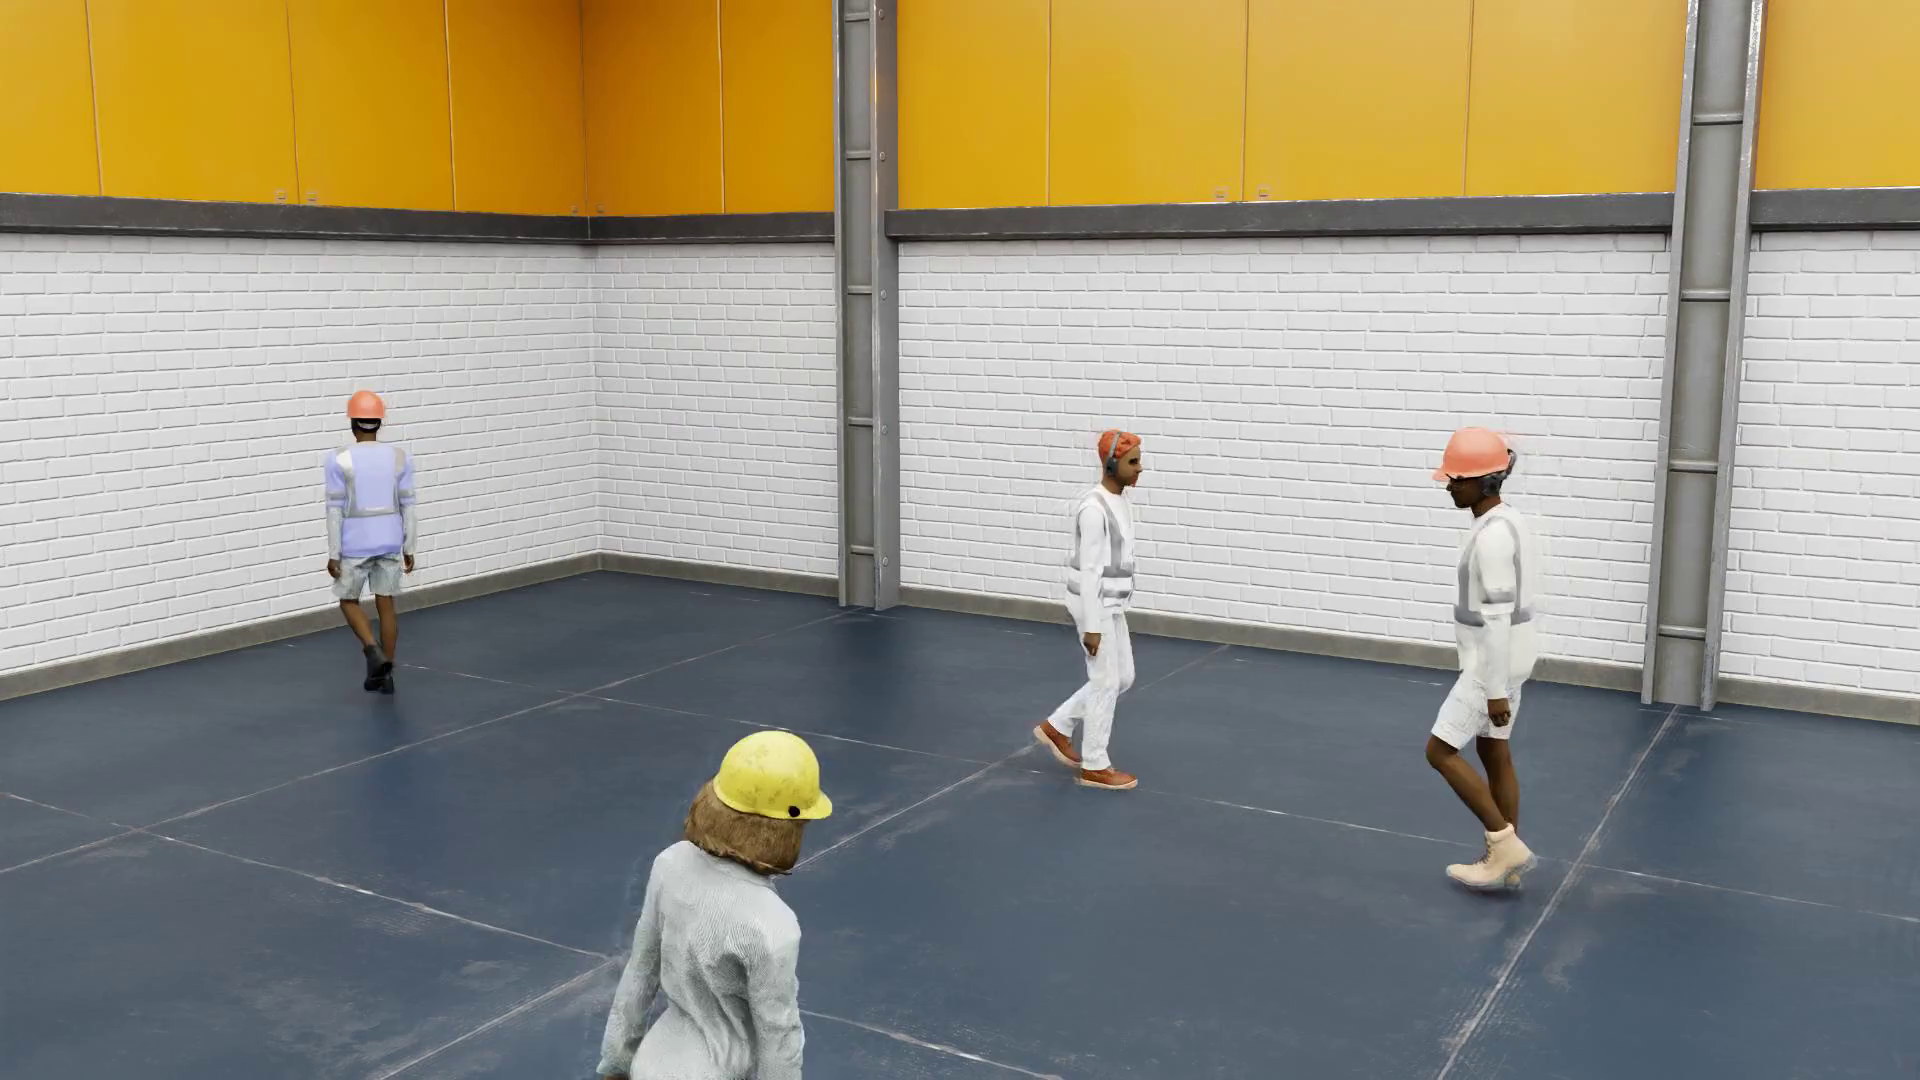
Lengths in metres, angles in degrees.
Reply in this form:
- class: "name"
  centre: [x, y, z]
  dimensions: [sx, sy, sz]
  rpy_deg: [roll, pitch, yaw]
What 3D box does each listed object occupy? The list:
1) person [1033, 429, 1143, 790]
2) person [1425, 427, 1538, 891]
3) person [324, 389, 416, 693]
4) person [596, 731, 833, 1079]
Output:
- class: "person"
  centre: [0.689, 0.354, 8.552]
  dimensions: [0.519, 1.865, 0.629]
  rpy_deg: [3, 10, 19]
- class: "person"
  centre: [2.215, 0.523, 7.031]
  dimensions: [0.461, 2.013, 0.630]
  rpy_deg: [5, 10, 27]
- class: "person"
  centre: [-3.657, 0.031, 10.381]
  dimensions: [0.551, 1.926, 0.531]
  rpy_deg: [-7, 11, -37]
- class: "person"
  centre: [-0.543, 1.231, 3.653]
  dimensions: [0.765, 1.675, 0.521]
  rpy_deg: [-5, 11, -30]
